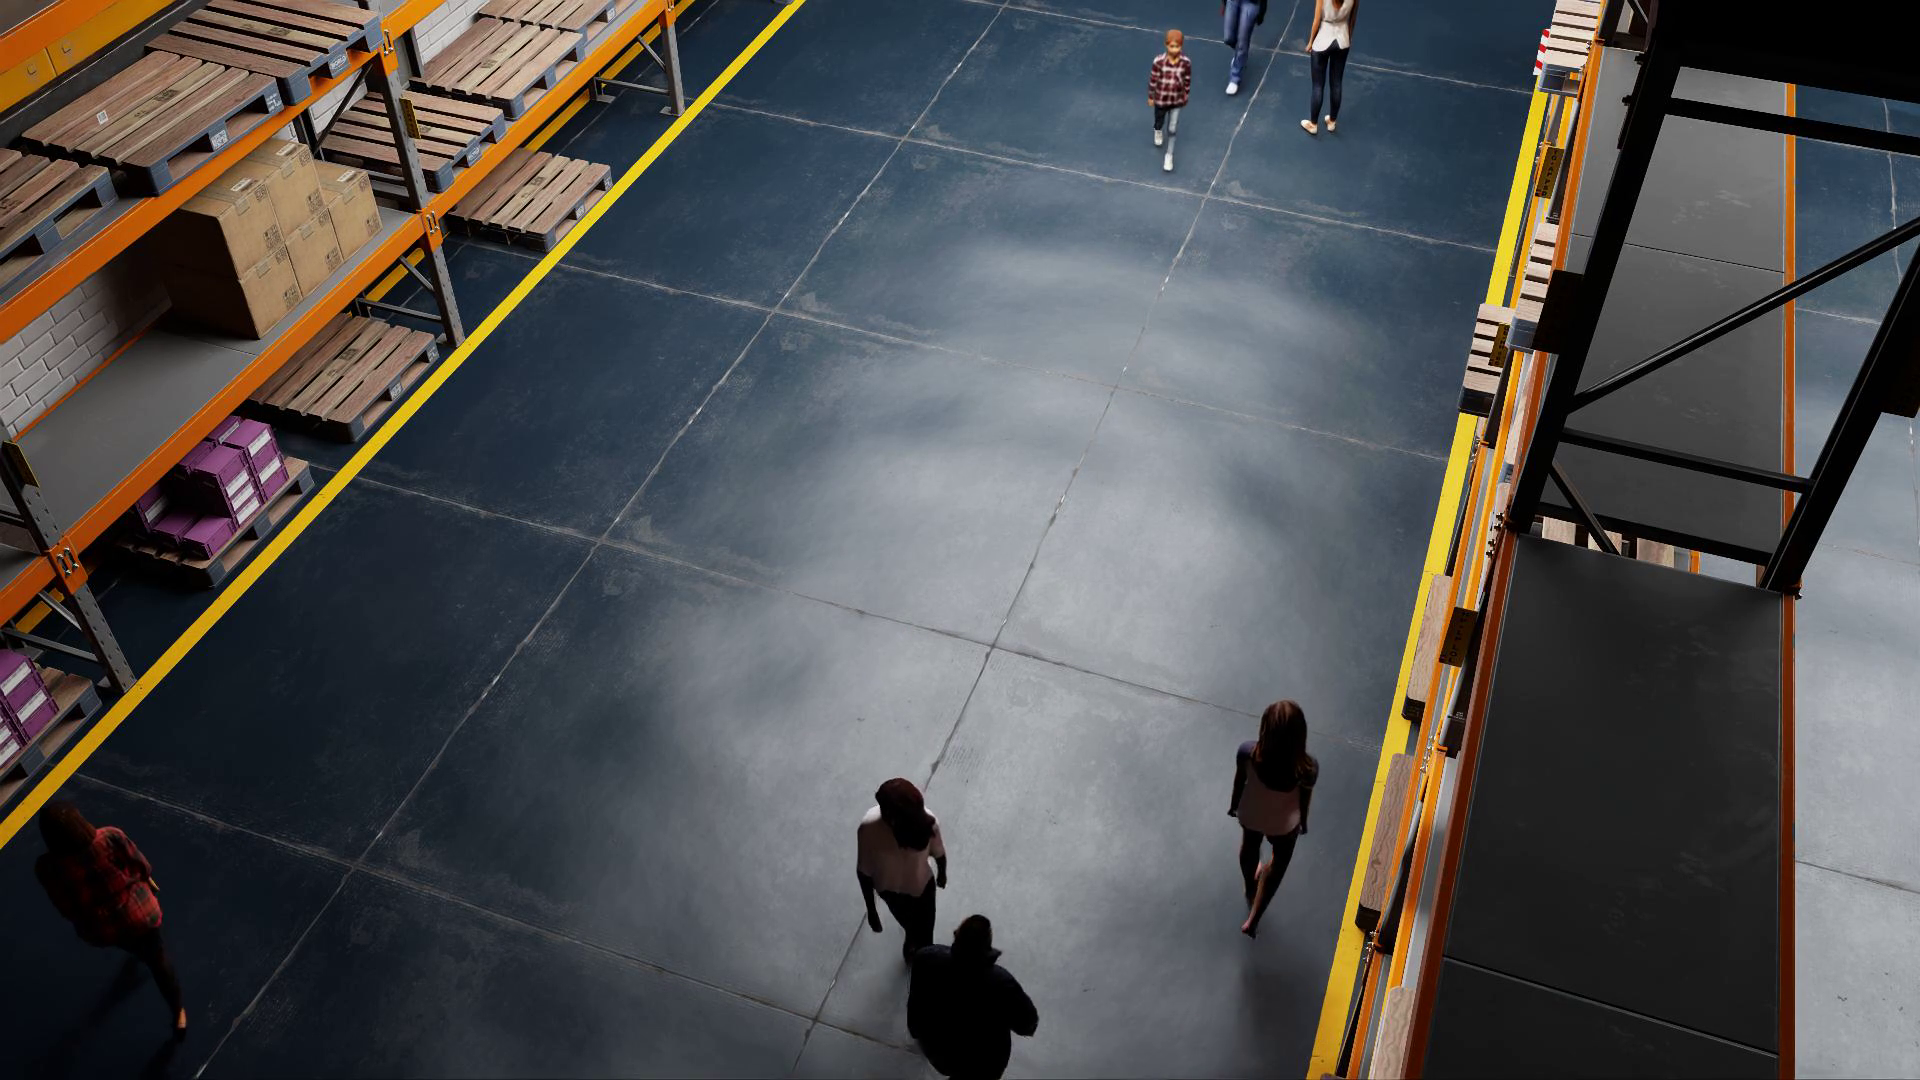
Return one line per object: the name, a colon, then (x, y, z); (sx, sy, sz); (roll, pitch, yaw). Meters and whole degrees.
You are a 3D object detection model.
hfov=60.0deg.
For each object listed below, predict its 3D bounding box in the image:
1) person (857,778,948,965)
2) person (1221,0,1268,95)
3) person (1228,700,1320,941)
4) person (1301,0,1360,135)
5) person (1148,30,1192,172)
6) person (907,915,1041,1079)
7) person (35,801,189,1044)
person: (-0.307, 1.745, 8.900); (0.784, 1.762, 0.993); (1, 44, 1)
person: (2.805, -5.268, 16.283); (0.661, 1.733, 0.849); (20, 47, 20)
person: (1.687, 1.560, 9.128); (0.614, 1.716, 0.869); (15, 46, 16)
person: (3.487, -4.650, 15.597); (0.664, 1.785, 0.678); (-7, 44, -7)
person: (1.936, -4.137, 15.418); (0.670, 1.289, 0.909); (3, 44, 4)
person: (-0.005, 2.458, 8.102); (0.856, 1.831, 1.107); (20, 47, 19)
person: (-4.400, 1.987, 8.716); (1.130, 1.666, 1.104); (-25, 49, -24)
